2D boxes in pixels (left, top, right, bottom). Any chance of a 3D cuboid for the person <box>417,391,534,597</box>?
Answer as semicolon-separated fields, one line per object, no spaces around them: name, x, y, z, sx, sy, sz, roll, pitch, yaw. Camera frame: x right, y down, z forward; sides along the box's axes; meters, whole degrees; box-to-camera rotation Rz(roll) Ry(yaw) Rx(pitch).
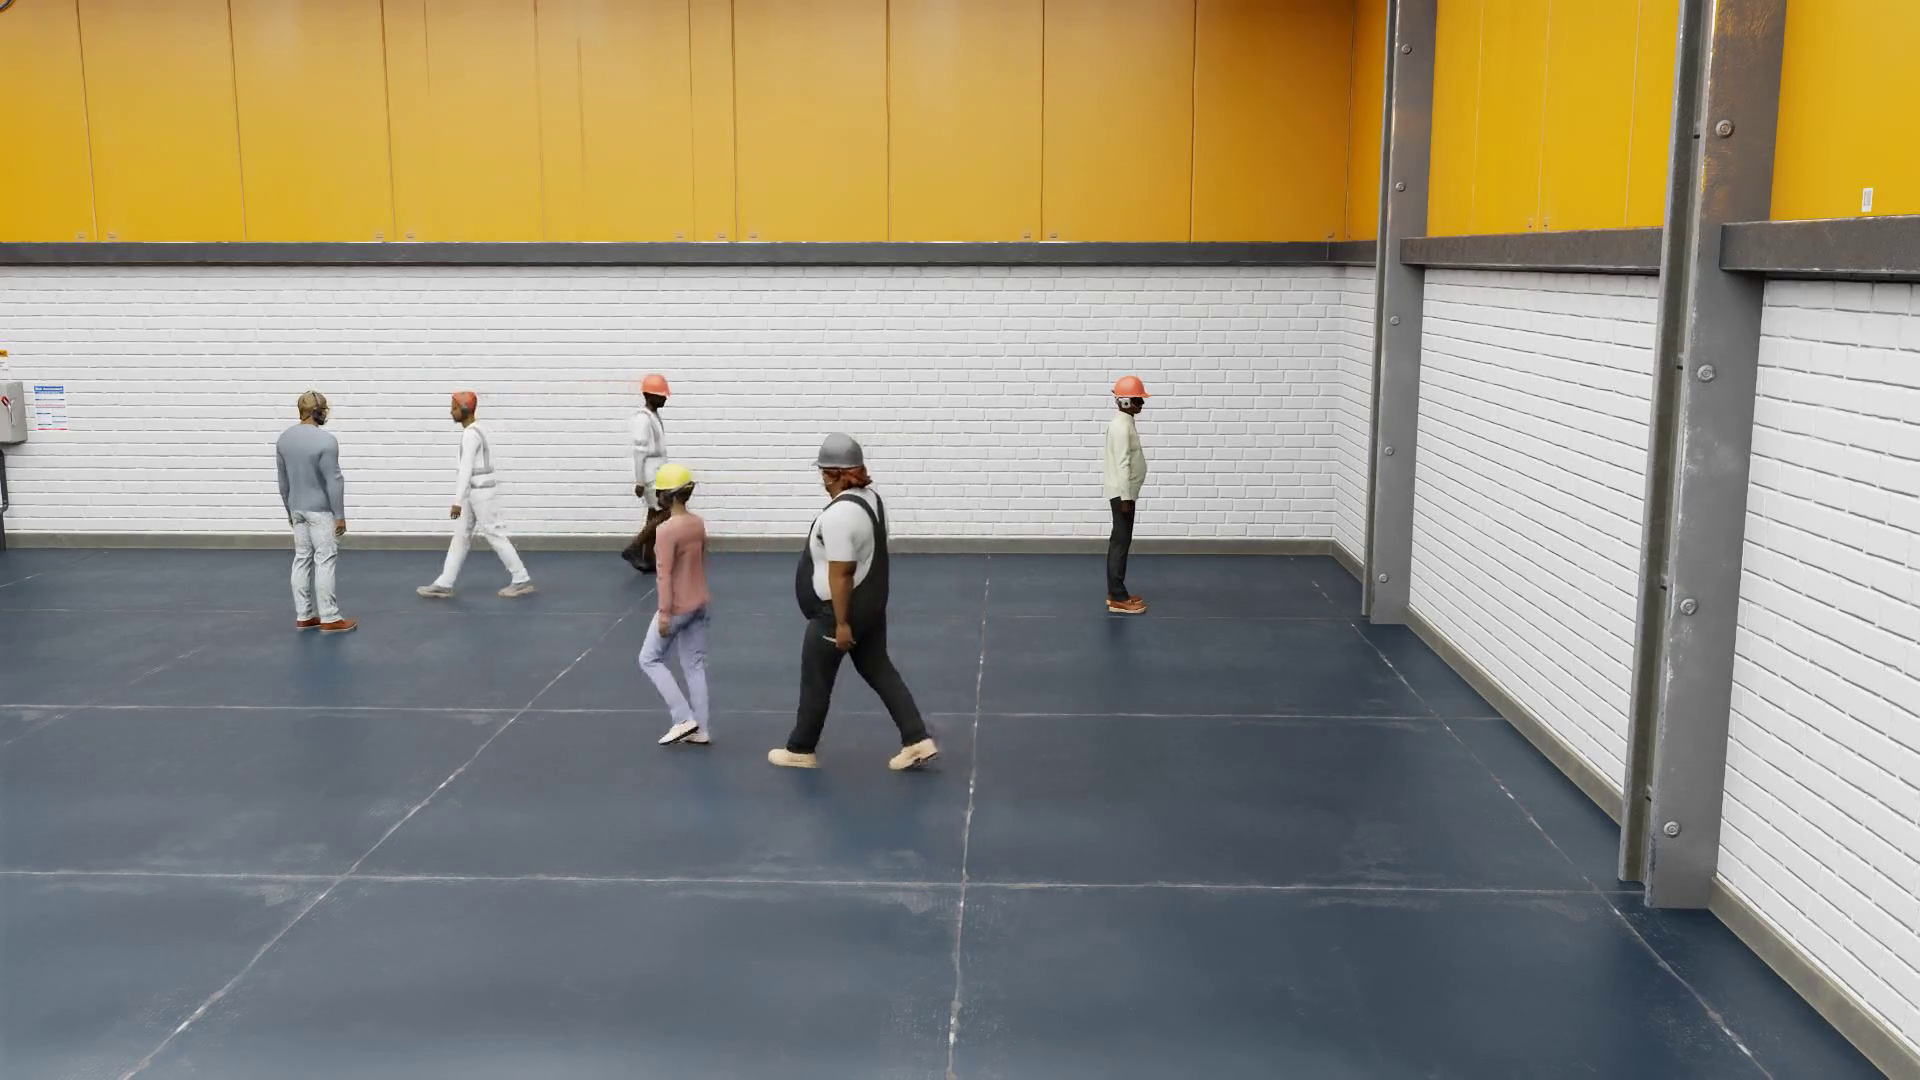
person;-4.241;-0.384;14.543;1.006;1.831;0.592;-2;10;-14

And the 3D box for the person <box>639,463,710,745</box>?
person;-1.717;0.405;10.114;0.398;1.749;0.543;4;10;21

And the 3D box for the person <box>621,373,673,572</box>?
person;-2.880;-0.613;15.615;0.433;1.918;0.568;-1;10;-3

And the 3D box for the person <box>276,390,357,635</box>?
person;-5.126;-0.218;13.216;0.635;1.936;0.354;5;11;27

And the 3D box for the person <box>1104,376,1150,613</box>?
person;1.400;-0.389;14.053;0.381;1.994;0.619;1;10;3

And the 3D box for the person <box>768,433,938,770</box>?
person;-0.594;0.341;9.643;1.007;2.000;0.683;4;10;21
